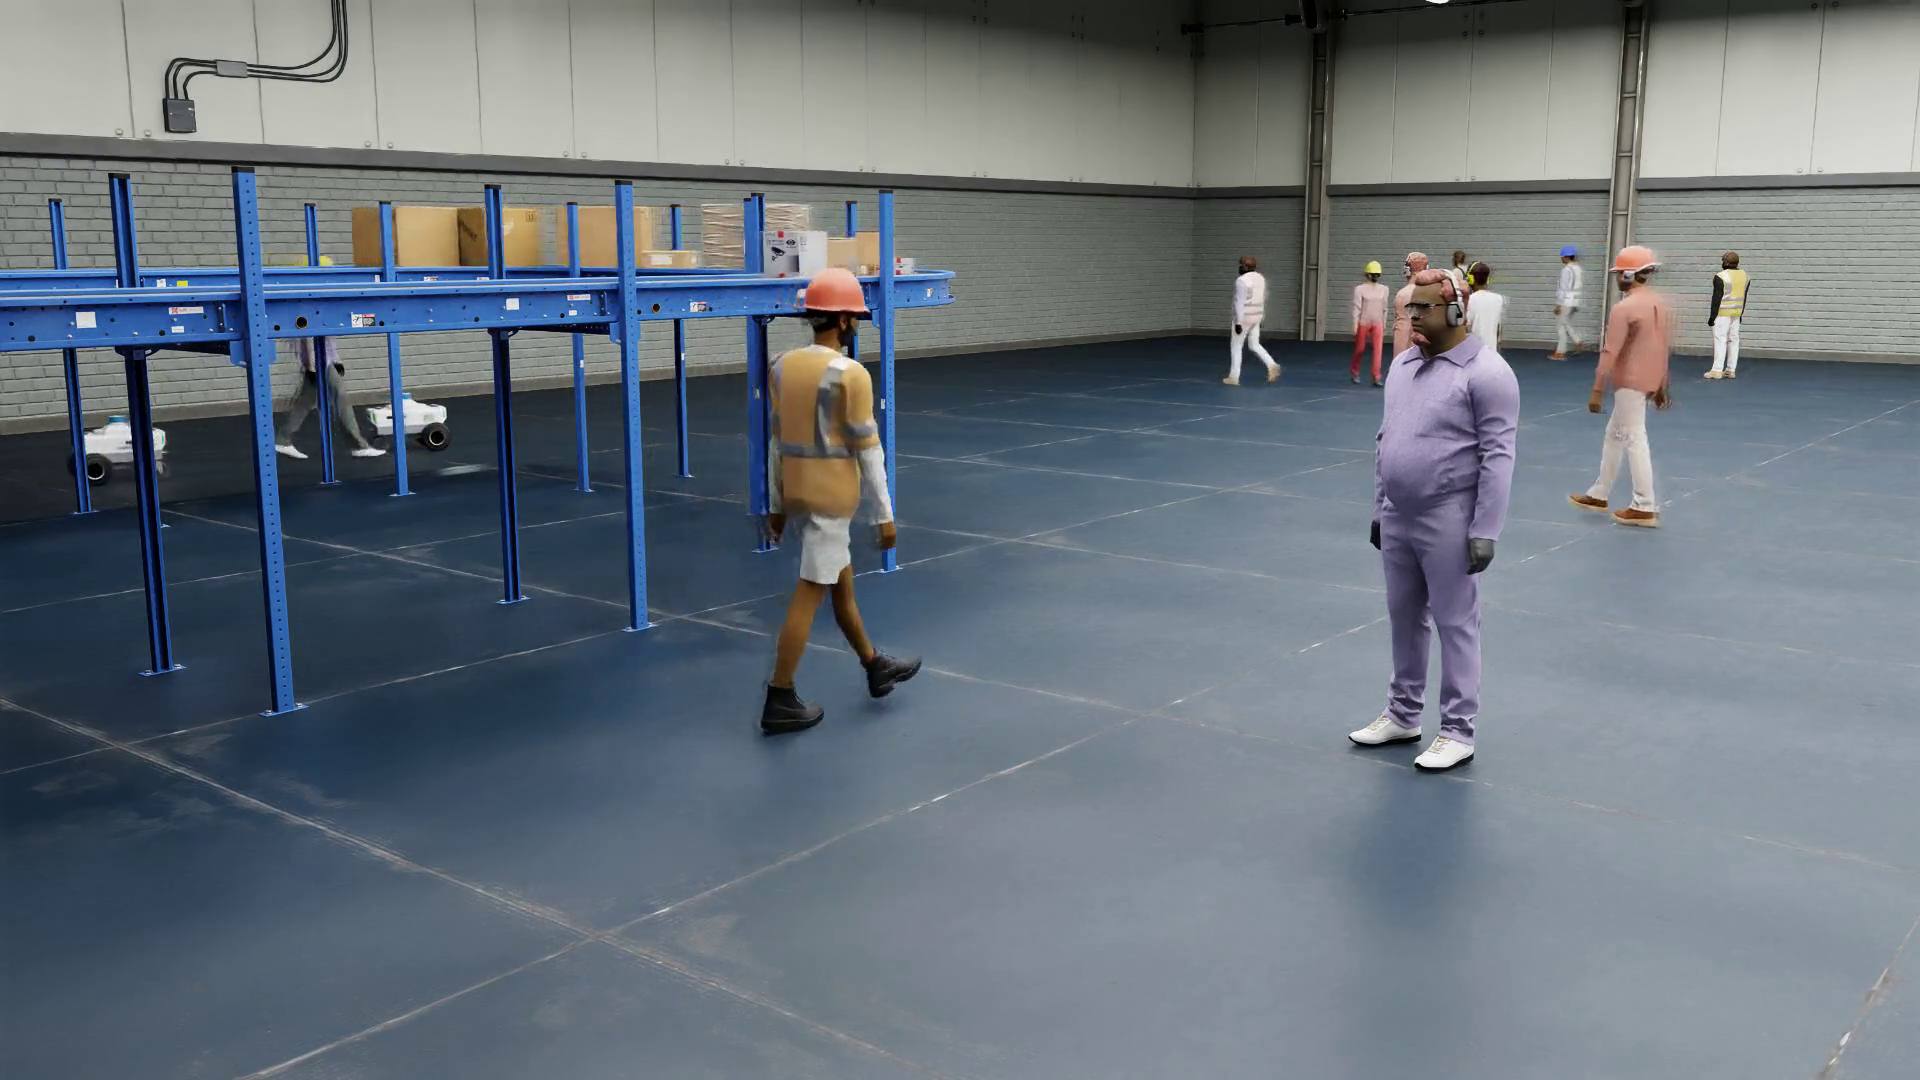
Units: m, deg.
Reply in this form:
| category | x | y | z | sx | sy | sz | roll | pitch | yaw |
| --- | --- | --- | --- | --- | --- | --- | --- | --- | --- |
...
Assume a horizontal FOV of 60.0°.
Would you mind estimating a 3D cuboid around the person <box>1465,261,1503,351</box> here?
| category | x | y | z | sx | sy | sz | roll | pitch | yaw |
| --- | --- | --- | --- | --- | --- | --- | --- | --- | --- |
| person | 4.963 | -1.746 | 15.908 | 0.517 | 1.823 | 0.994 | -2 | 10 | -12 |

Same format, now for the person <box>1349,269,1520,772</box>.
| category | x | y | z | sx | sy | sz | roll | pitch | yaw |
| --- | --- | --- | --- | --- | --- | --- | --- | --- | --- |
| person | 1.810 | -0.082 | 6.426 | 0.408 | 1.906 | 0.653 | -5 | 11 | -27 |

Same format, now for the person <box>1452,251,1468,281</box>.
| category | x | y | z | sx | sy | sz | roll | pitch | yaw |
| --- | --- | --- | --- | --- | --- | --- | --- | --- | --- |
| person | 8.707 | -4.178 | 29.363 | 0.538 | 1.810 | 0.889 | -6 | 12 | -32 |

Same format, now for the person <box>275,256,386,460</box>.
| category | x | y | z | sx | sy | sz | roll | pitch | yaw |
| --- | --- | --- | --- | --- | --- | --- | --- | --- | --- |
| person | -5.917 | -1.676 | 15.355 | 0.984 | 1.880 | 0.605 | -4 | 11 | -21 |

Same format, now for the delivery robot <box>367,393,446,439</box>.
| category | x | y | z | sx | sy | sz | roll | pitch | yaw |
| --- | --- | --- | --- | --- | --- | --- | --- | --- | --- |
| delivery robot | -5.368 | -1.184 | 16.133 | 0.707 | 0.478 | 0.477 | -5 | 12 | -26 |

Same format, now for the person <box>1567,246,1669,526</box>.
| category | x | y | z | sx | sy | sz | roll | pitch | yaw |
| --- | --- | --- | --- | --- | --- | --- | --- | --- | --- |
| person | 4.711 | -1.119 | 11.993 | 0.652 | 1.964 | 0.845 | -9 | 13 | -40 |

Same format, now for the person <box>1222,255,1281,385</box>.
| category | x | y | z | sx | sy | sz | roll | pitch | yaw |
| --- | --- | --- | --- | --- | --- | --- | --- | --- | --- |
| person | 4.086 | -3.070 | 23.254 | 0.635 | 1.821 | 0.774 | -10 | 14 | -44 |

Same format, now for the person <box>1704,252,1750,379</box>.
| category | x | y | z | sx | sy | sz | roll | pitch | yaw |
| --- | --- | --- | --- | --- | --- | --- | --- | --- | --- |
| person | 11.256 | -3.302 | 24.445 | 0.626 | 1.844 | 0.429 | -4 | 11 | -23 |

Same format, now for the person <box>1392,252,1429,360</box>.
| category | x | y | z | sx | sy | sz | roll | pitch | yaw |
| --- | --- | --- | --- | --- | --- | --- | --- | --- | --- |
| person | 4.137 | -1.660 | 15.184 | 0.640 | 1.904 | 0.401 | -8 | 13 | -36 |

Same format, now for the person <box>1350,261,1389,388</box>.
| category | x | y | z | sx | sy | sz | roll | pitch | yaw |
| --- | --- | --- | --- | --- | --- | --- | --- | --- | --- |
| person | 5.700 | -3.027 | 23.231 | 0.536 | 1.733 | 0.853 | -1 | 10 | -8 |

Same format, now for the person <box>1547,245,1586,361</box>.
| category | x | y | z | sx | sy | sz | roll | pitch | yaw |
| --- | --- | --- | --- | --- | --- | --- | --- | --- | --- |
| person | 10.245 | -3.998 | 28.044 | 0.478 | 1.929 | 0.619 | 8 | 13 | 36 |

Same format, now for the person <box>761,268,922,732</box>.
| category | x | y | z | sx | sy | sz | roll | pitch | yaw |
| --- | --- | --- | --- | --- | --- | --- | --- | --- | --- |
| person | -0.472 | -0.179 | 6.995 | 0.972 | 1.886 | 0.563 | -9 | 14 | -41 |

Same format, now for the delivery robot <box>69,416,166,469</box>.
| category | x | y | z | sx | sy | sz | roll | pitch | yaw |
| --- | --- | --- | --- | --- | --- | --- | --- | --- | --- |
| delivery robot | -7.113 | -0.809 | 14.056 | 0.707 | 0.478 | 0.477 | -7 | 13 | -35 |
